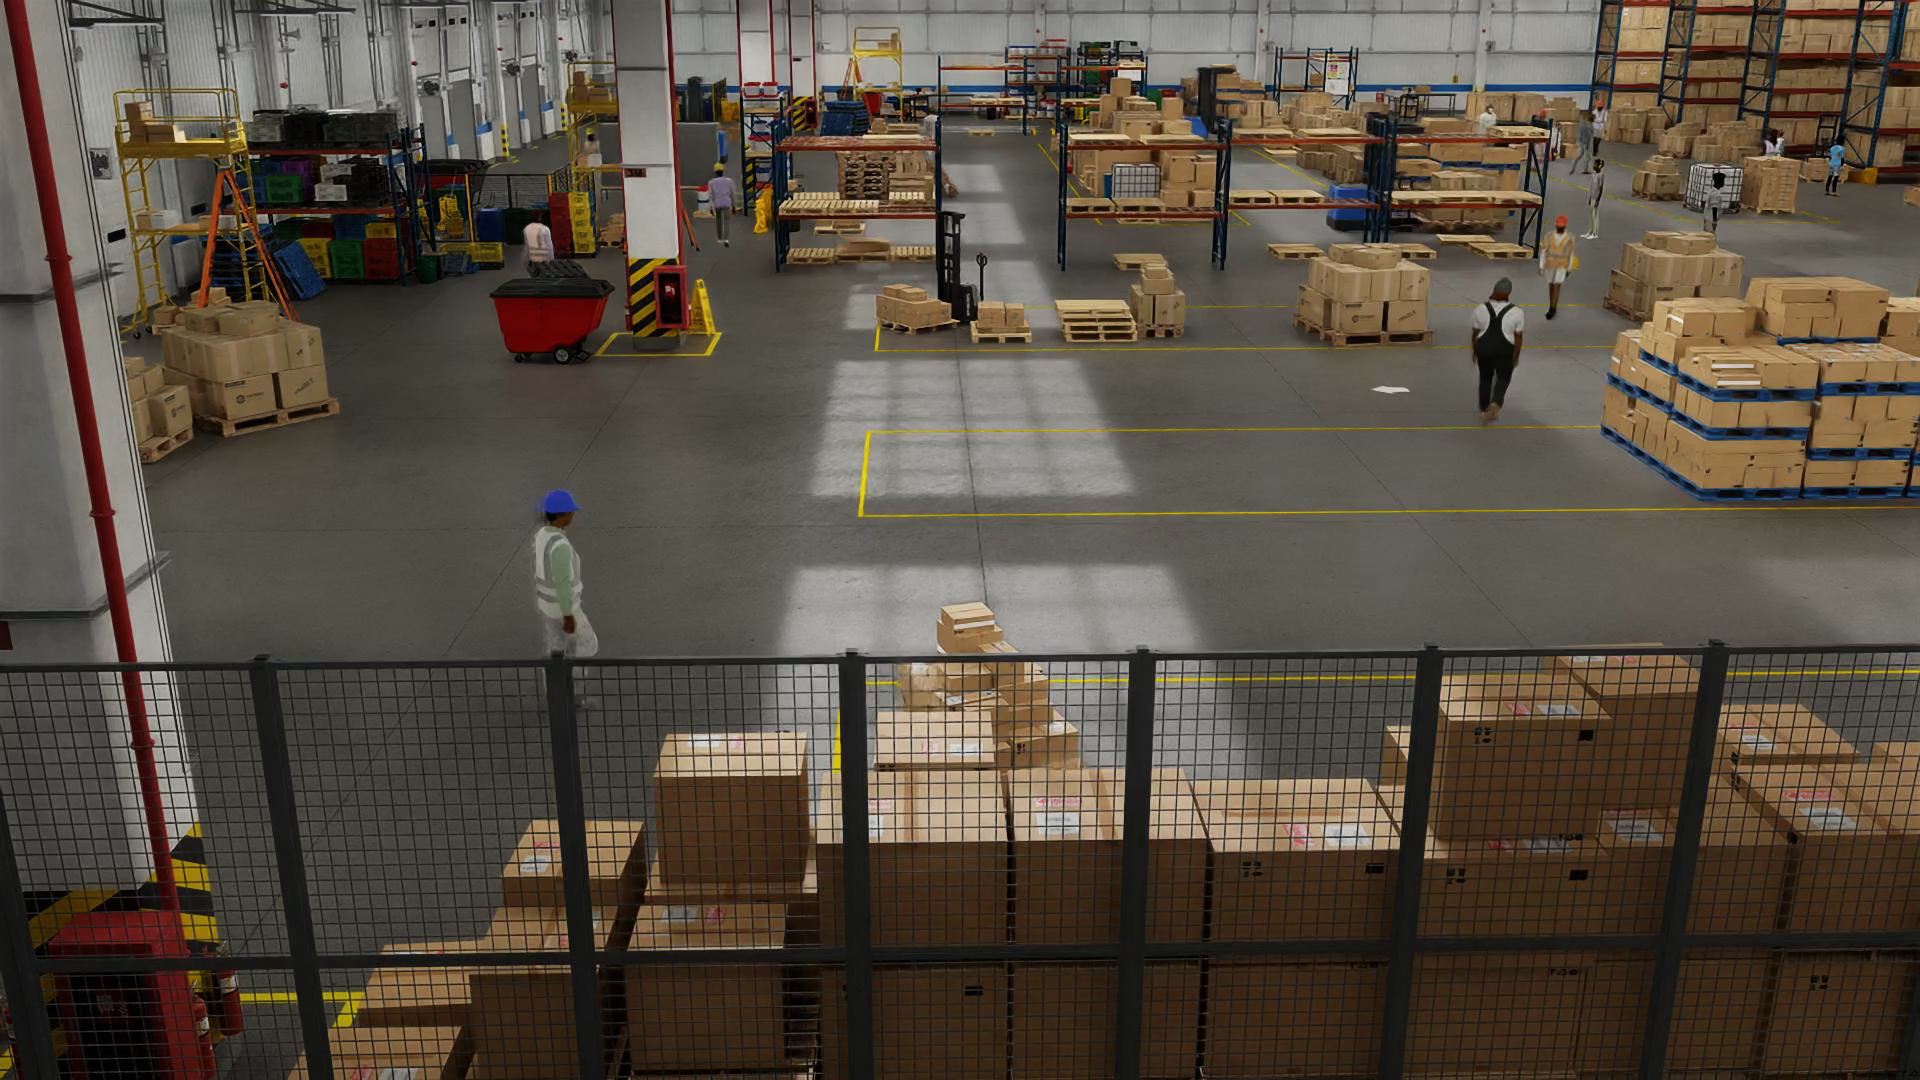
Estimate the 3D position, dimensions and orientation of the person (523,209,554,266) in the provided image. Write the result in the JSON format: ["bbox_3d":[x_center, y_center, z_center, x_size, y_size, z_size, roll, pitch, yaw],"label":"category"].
[{"bbox_3d":[-7.872,-5.261,31.099,0.640,1.827,0.621,12,22,32],"label":"person"}]

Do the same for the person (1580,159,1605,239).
[{"bbox_3d":[15.018,-8.071,39.364,0.328,1.876,0.514,0,19,0],"label":"person"}]

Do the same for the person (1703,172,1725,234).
[{"bbox_3d":[16.207,-6.925,35.823,0.368,1.966,0.602,4,19,11],"label":"person"}]

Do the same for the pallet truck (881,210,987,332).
[{"bbox_3d":[-0.493,-4.759,29.349,1.885,1.965,0.823,-13,23,-34],"label":"pallet truck"}]

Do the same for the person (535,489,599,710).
[{"bbox_3d":[-3.249,0.509,13.813,0.520,1.933,0.636,-10,21,-28],"label":"person"}]

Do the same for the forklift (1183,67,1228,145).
[{"bbox_3d":[8.914,-15.889,61.007,1.873,2.768,1.129,-1,19,-2],"label":"forklift"}]

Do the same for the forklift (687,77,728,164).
[{"bbox_3d":[-8.726,-13.868,55.012,1.873,2.768,1.129,-1,19,-1],"label":"forklift"}]

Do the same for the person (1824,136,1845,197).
[{"bbox_3d":[24.852,-10.611,47.172,0.320,1.697,0.531,-5,19,-14],"label":"person"}]

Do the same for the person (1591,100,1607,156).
[{"bbox_3d":[22.253,-14.386,58.044,0.566,1.912,0.579,4,19,12],"label":"person"}]

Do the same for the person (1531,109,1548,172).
[{"bbox_3d":[18.462,-12.653,52.814,0.642,1.962,0.811,-6,19,-16],"label":"person"}]

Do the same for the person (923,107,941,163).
[{"bbox_3d":[-0.923,-13.211,54.516,0.630,1.940,0.372,-10,21,-28],"label":"person"}]

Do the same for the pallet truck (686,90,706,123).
[{"bbox_3d":[-9.671,-15.907,62.421,0.823,1.965,1.885,5,19,15],"label":"pallet truck"}]

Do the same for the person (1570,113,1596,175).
[{"bbox_3d":[19.659,-12.471,52.409,0.639,1.902,0.667,-1,19,-2],"label":"person"}]

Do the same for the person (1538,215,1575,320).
[{"bbox_3d":[10.757,-4.930,30.045,0.544,1.868,1.023,12,22,31],"label":"person"}]

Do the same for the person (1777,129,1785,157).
[{"bbox_3d":[24.450,-11.470,49.808,0.309,1.641,0.513,-5,19,-14],"label":"person"}]

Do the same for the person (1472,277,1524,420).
[{"bbox_3d":[7.408,-2.641,23.000,0.683,2.000,0.661,10,21,27],"label":"person"}]

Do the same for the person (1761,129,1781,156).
[{"bbox_3d":[22.938,-10.680,47.124,0.616,1.862,1.023,-4,19,-13],"label":"person"}]

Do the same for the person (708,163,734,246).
[{"bbox_3d":[-5.505,-7.739,38.413,0.578,1.878,1.001,-3,19,-9],"label":"person"}]

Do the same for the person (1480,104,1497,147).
[{"bbox_3d":[17.738,-13.630,55.796,0.658,1.910,0.752,-6,19,-16],"label":"person"}]

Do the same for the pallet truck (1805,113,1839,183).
[{"bbox_3d":[26.403,-11.957,50.702,0.823,1.965,1.885,6,19,16],"label":"pallet truck"}]

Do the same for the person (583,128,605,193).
[{"bbox_3d":[-10.397,-10.753,47.268,0.597,1.915,0.556,4,19,13],"label":"person"}]

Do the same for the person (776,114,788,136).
[{"bbox_3d":[-6.715,-15.745,62.490,0.598,1.646,0.881,11,22,30],"label":"person"}]

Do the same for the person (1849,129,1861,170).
[{"bbox_3d":[29.156,-12.929,53.832,0.622,1.842,0.429,-3,19,-9],"label":"person"}]

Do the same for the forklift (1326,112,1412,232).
[{"bbox_3d":[10.034,-8.969,40.479,1.873,2.768,1.129,-1,19,-2],"label":"forklift"}]
